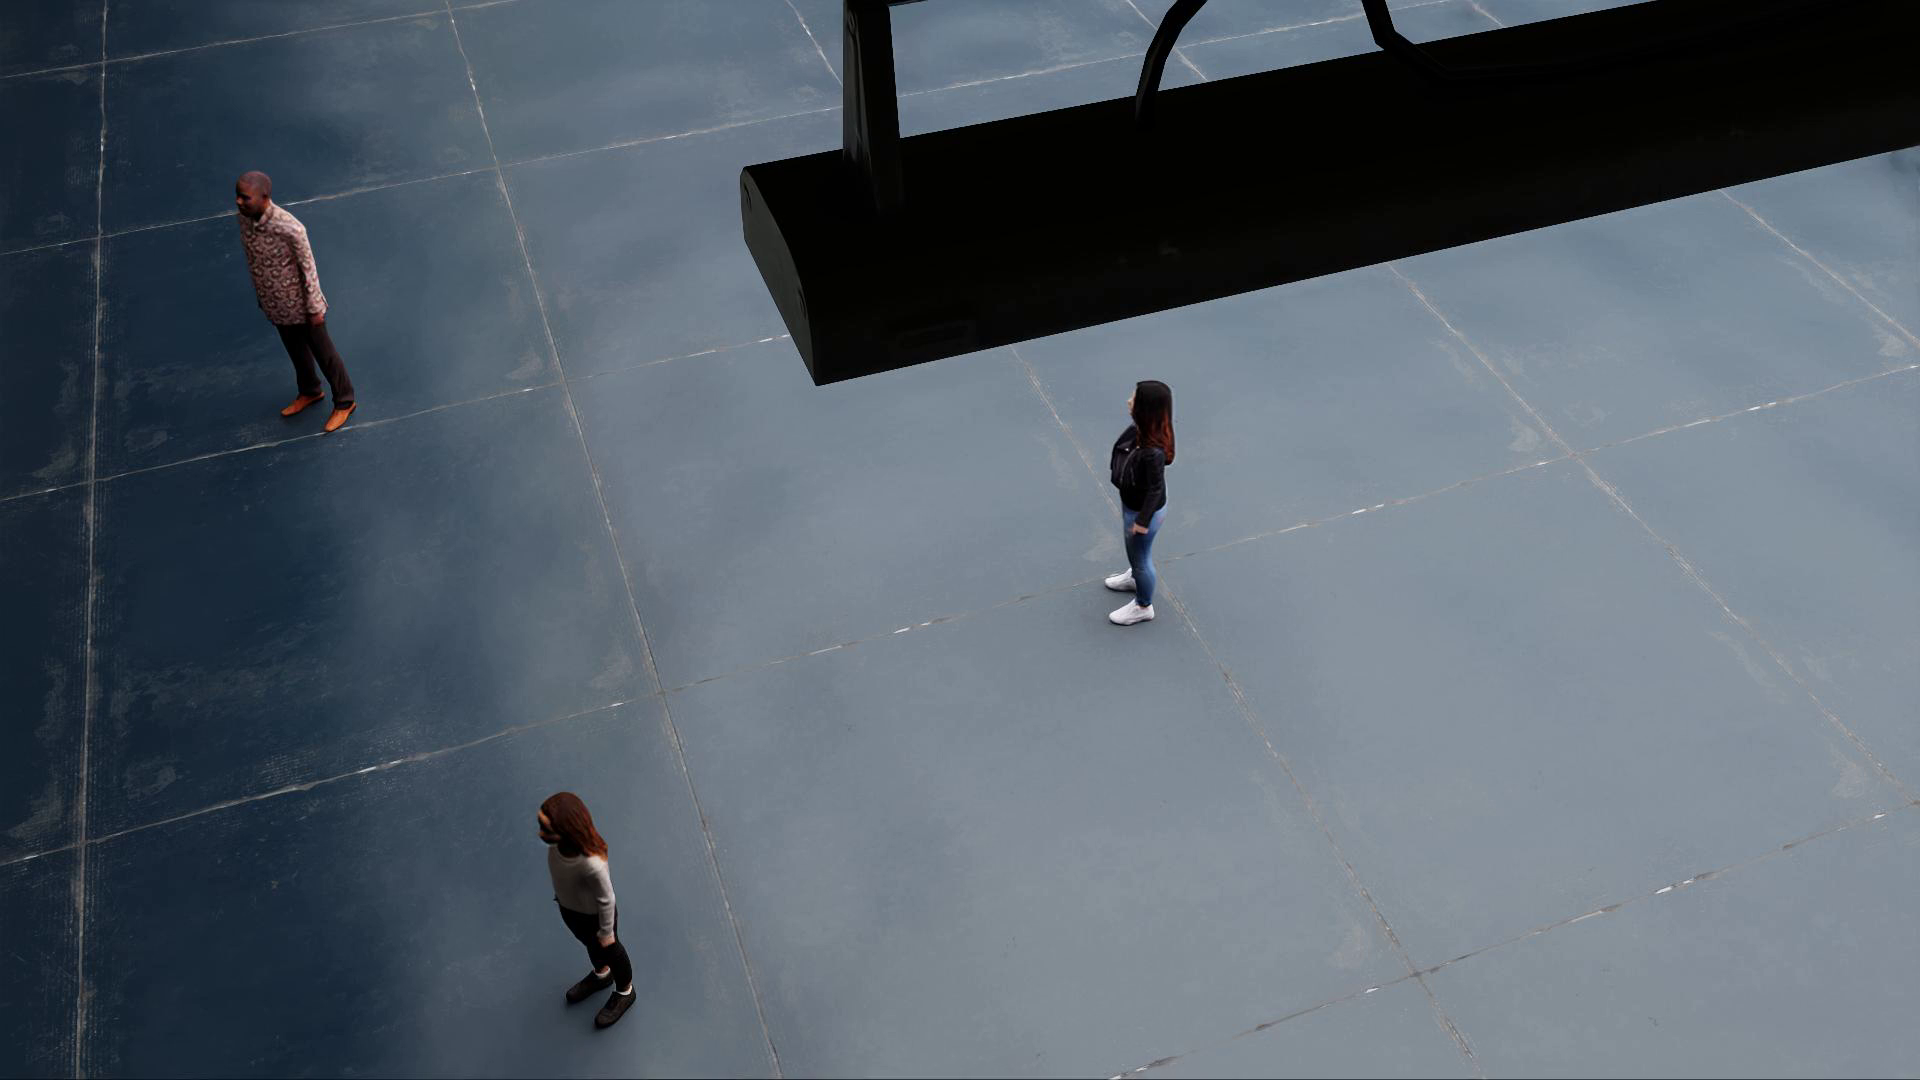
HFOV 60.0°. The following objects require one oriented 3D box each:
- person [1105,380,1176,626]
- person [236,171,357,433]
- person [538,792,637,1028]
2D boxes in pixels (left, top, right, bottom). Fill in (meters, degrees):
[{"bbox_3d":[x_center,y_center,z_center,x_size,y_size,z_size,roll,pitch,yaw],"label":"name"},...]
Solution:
[{"bbox_3d":[1.001,-0.219,9.188,0.781,1.634,0.627,0,43,0],"label":"person"},{"bbox_3d":[-4.203,-1.526,10.461,0.762,1.808,0.835,20,47,20],"label":"person"},{"bbox_3d":[-1.644,1.605,7.345,0.562,1.485,0.672,32,52,30],"label":"person"}]
